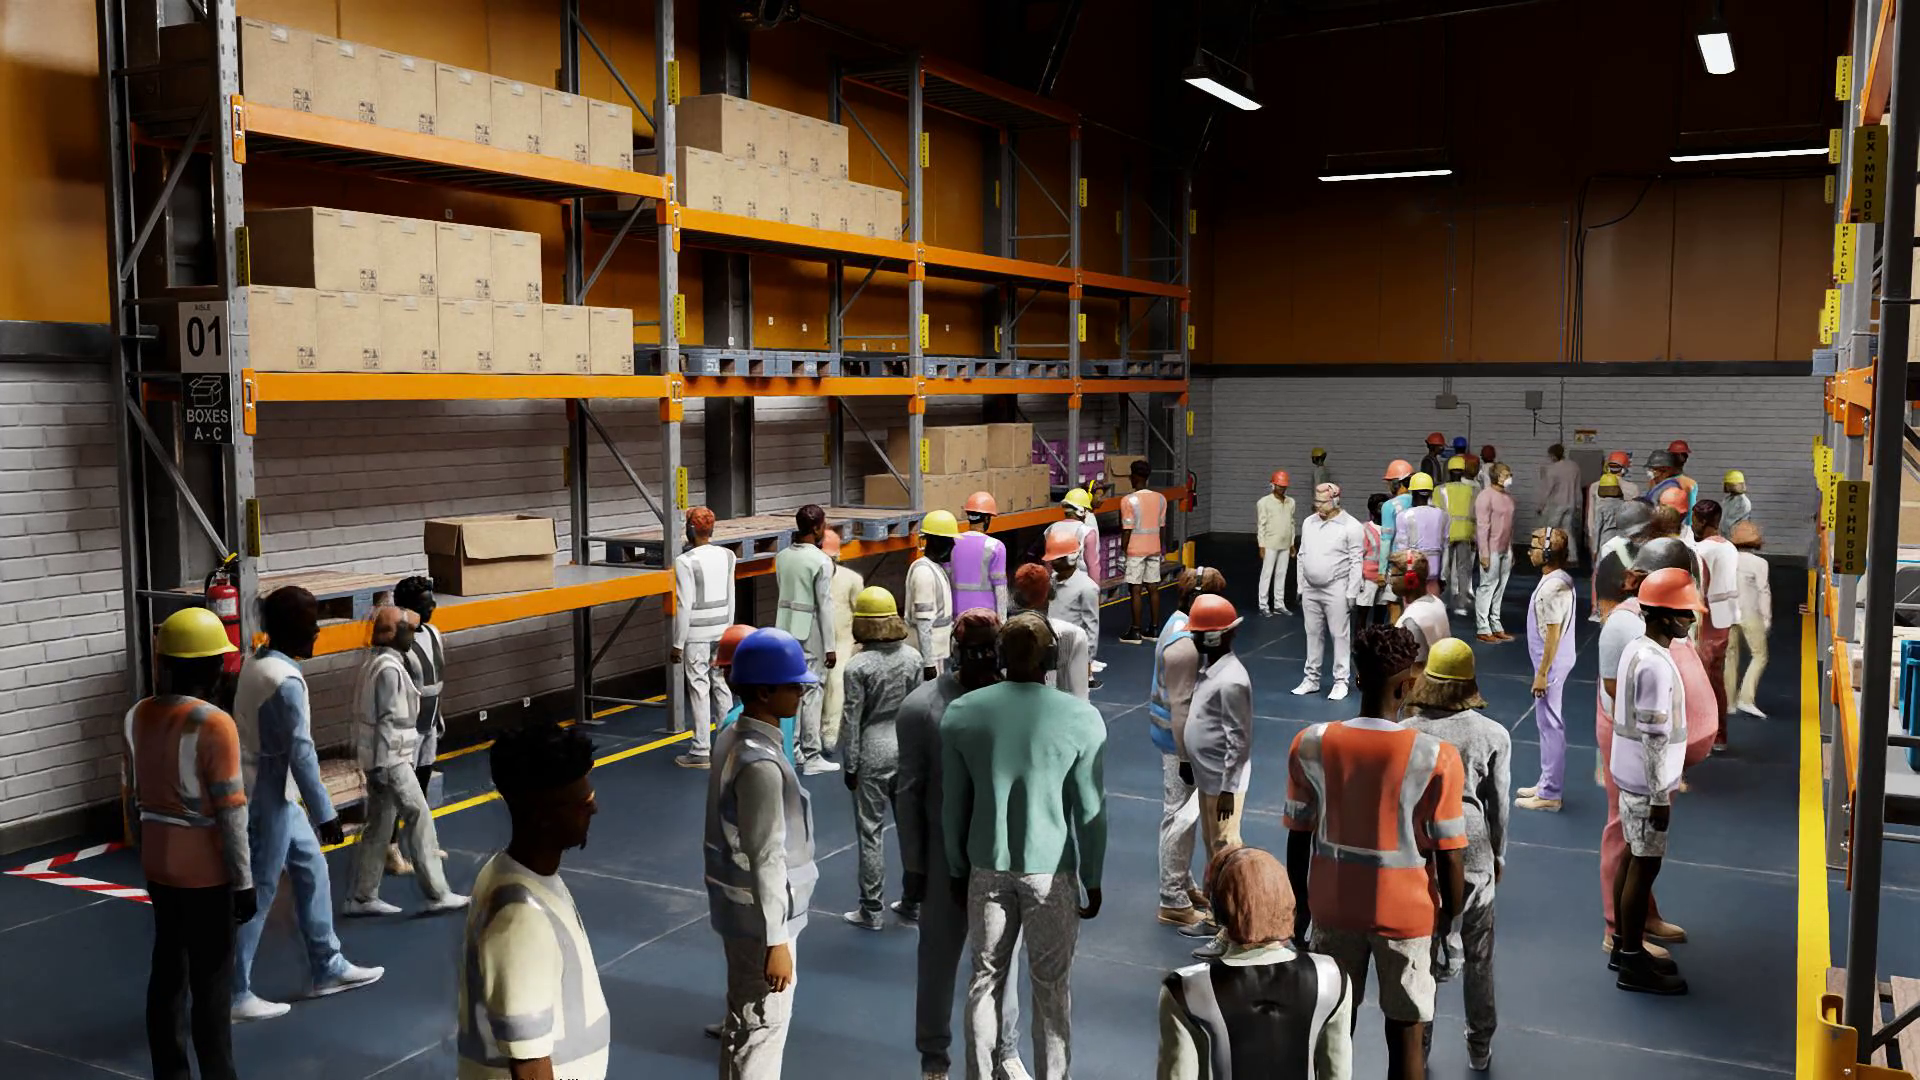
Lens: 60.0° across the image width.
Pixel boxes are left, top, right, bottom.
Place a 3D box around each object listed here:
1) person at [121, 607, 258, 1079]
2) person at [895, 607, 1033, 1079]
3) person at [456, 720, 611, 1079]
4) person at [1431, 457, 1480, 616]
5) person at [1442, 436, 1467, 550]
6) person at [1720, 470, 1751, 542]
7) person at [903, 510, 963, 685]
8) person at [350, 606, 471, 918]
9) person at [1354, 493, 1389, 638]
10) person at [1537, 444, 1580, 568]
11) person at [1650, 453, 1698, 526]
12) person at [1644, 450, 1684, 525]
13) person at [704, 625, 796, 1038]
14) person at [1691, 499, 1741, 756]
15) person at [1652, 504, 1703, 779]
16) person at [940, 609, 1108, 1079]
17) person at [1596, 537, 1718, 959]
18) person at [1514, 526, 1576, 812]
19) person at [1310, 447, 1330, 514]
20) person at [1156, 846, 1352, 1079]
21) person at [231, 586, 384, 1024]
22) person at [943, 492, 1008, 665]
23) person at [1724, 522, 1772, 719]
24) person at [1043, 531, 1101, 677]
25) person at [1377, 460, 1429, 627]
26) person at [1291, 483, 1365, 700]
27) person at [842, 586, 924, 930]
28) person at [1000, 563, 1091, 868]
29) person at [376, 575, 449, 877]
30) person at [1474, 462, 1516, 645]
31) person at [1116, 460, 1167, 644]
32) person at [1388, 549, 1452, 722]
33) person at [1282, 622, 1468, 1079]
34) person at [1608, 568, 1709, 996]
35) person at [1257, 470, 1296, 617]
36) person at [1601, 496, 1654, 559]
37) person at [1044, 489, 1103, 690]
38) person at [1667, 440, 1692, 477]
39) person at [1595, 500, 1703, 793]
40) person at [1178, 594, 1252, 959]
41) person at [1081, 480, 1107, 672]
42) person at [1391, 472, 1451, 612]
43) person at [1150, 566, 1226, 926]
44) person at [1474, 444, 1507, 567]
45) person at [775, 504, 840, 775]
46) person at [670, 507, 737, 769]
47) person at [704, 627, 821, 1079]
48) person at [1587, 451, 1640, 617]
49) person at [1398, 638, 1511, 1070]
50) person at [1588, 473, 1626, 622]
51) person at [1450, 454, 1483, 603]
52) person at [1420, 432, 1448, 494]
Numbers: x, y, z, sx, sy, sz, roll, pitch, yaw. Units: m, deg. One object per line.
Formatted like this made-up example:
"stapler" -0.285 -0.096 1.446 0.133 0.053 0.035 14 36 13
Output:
"person" -2.855 1.213 6.224 0.585 1.929 0.375 3 6 28
"person" 0.074 1.207 6.397 0.638 1.910 0.407 -2 6 -21
"person" -1.087 1.401 4.057 0.606 1.954 0.614 -1 5 -12
"person" 5.923 -0.051 20.015 0.656 1.889 0.814 0 5 -1
"person" 8.010 -0.690 26.681 0.606 1.938 0.432 -1 5 -7
"person" 9.274 0.027 19.976 0.318 1.742 0.492 -1 5 -7
"person" -0.179 0.753 11.239 0.405 1.916 0.594 1 5 6
"person" -2.848 1.148 8.617 0.708 1.600 0.572 -2 6 -22
"person" 4.103 0.380 16.406 0.530 1.697 0.322 -3 6 -28
"person" 8.920 -0.485 24.707 0.680 1.898 0.409 -3 6 -27
"person" 9.349 -0.202 21.810 0.588 1.863 1.021 3 6 30
"person" 7.869 -0.009 18.770 0.537 2.000 0.688 2 6 17
"person" -0.897 1.227 7.093 0.351 1.738 0.575 2 6 16
"person" 5.599 0.651 12.422 0.598 1.906 0.404 -5 7 -44
"person" 5.026 0.714 11.670 0.796 1.916 0.544 -5 7 -44
"person" 0.235 1.221 6.150 0.631 1.932 0.372 2 6 16
"person" 3.377 0.987 8.057 0.536 2.000 0.673 4 7 37
"person" 3.803 0.831 10.781 0.345 1.846 0.507 2 6 23
"person" 5.789 -0.622 26.839 0.330 1.765 0.533 4 6 33
"person" 0.714 1.557 4.063 0.514 1.640 0.310 -1 5 -12
"person" -2.880 1.142 7.264 0.868 1.882 0.592 -3 6 -29
"person" 0.129 0.581 13.066 0.550 1.925 0.391 3 6 26
"person" 6.485 0.661 13.827 0.408 1.615 0.558 -3 6 -30
"person" 0.732 0.800 11.652 0.342 1.741 0.560 -4 6 -33
"person" 4.262 0.242 16.118 0.606 2.036 0.407 -4 6 -35
"person" 3.214 0.448 14.610 0.406 1.902 0.639 -5 7 -44
"person" -0.409 1.101 8.475 0.486 1.737 0.321 -4 7 -38
"person" 0.398 1.037 8.657 0.569 1.846 0.940 0 5 5
"person" -3.098 1.038 9.406 0.323 1.690 0.537 1 5 13
"person" 5.723 0.138 17.738 0.631 1.940 0.372 -5 7 -44
"person" 1.929 0.123 17.743 0.603 1.966 0.367 -4 6 -35
"person" 2.602 0.967 9.395 0.395 1.830 0.580 3 6 27
"person" 1.400 1.251 5.614 0.613 1.963 0.362 3 6 30
"person" 3.170 1.086 7.577 0.385 1.932 0.543 2 6 16
"person" 3.788 0.039 19.793 0.567 1.748 0.339 -3 6 -30
"person" 5.188 0.611 12.841 0.599 1.908 0.396 -2 6 -25
"person" 1.040 0.448 15.017 0.588 1.822 0.403 5 7 43
"person" 9.990 -0.400 23.223 0.382 1.995 0.612 3 6 25
"person" 4.688 0.690 11.257 0.720 2.000 0.541 0 5 -3
"person" 1.230 1.130 8.049 0.336 1.747 0.572 0 5 -3
"person" 1.244 0.345 15.984 0.346 1.856 0.525 1 5 8
"person" 4.372 0.320 15.831 0.595 1.925 0.371 -2 6 -20
"person" 1.194 1.047 8.544 0.430 1.836 0.630 1 5 12
"person" 7.939 -0.501 25.005 0.575 1.871 0.465 -1 5 -6
"person" -1.101 0.704 11.800 0.391 1.912 0.590 -5 7 -42
"person" -1.851 0.700 11.985 0.354 1.883 0.573 4 7 35
"person" -0.660 1.260 5.611 0.393 1.946 0.617 -1 6 -15
"person" 7.678 -0.048 19.507 0.618 1.986 0.408 5 7 43
"person" 1.960 1.260 6.709 0.484 1.744 0.295 0 5 4
"person" 7.524 0.095 19.298 0.486 1.738 0.321 -1 5 -14
"person" 6.418 -0.141 21.017 0.586 1.883 0.340 -5 7 -41
"person" 7.234 -0.626 25.447 0.405 2.037 0.606 3 6 26
